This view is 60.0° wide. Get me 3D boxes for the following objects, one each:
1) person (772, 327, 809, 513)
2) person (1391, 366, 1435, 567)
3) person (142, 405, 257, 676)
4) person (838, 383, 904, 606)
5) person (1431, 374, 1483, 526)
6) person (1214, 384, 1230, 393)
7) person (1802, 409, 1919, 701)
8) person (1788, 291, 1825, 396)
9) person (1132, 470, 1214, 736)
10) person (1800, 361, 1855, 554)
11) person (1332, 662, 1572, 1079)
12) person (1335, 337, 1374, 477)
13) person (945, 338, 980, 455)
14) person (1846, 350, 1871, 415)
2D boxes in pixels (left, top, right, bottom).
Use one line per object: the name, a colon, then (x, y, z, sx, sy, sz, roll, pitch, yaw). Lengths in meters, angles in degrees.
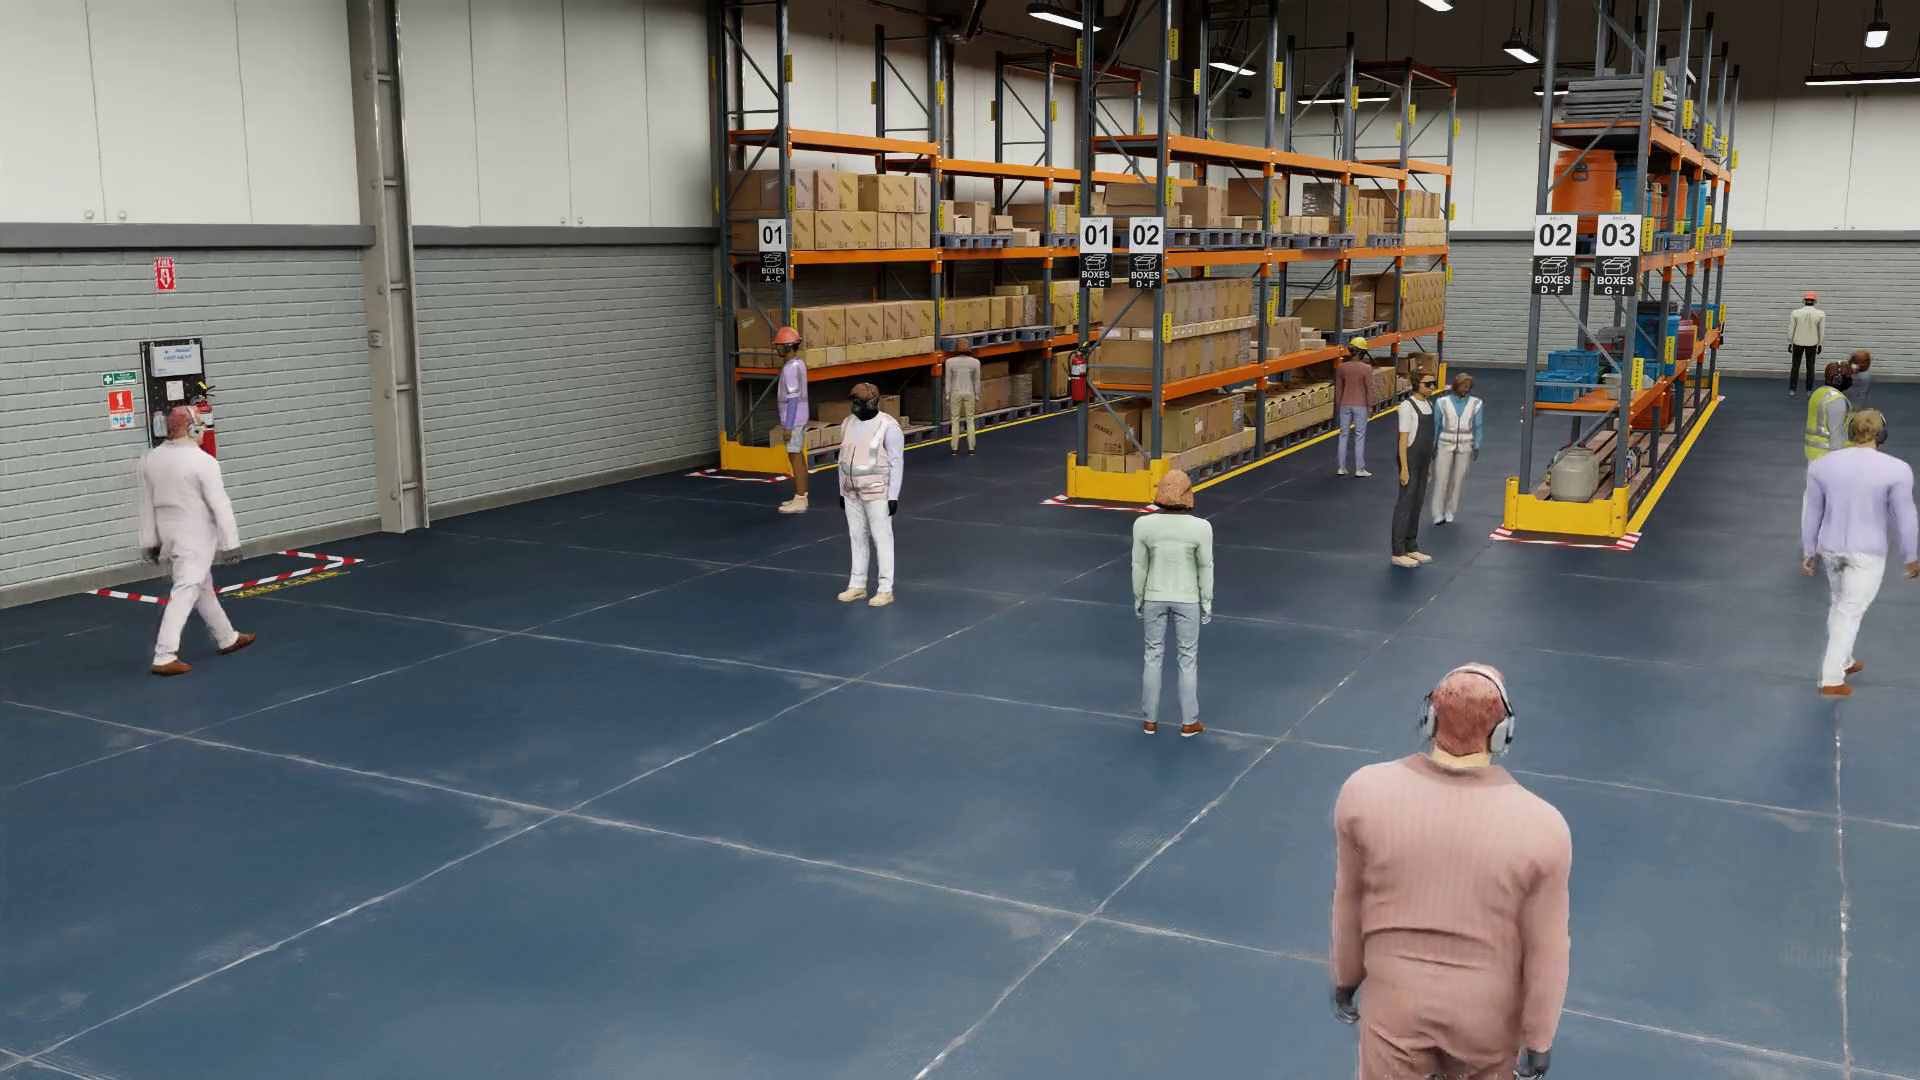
person: (-1.856, -1.309, 18.219, 0.397, 2.043, 0.610, 1, 10, 5)
person: (4.195, -0.679, 15.326, 0.325, 1.843, 0.516, 9, 14, 41)
person: (-5.384, -0.017, 11.704, 0.673, 1.851, 1.012, 5, 12, 26)
person: (-0.761, -0.377, 13.691, 0.630, 1.840, 0.429, 8, 13, 37)
person: (5.177, -0.930, 17.362, 0.514, 1.595, 0.830, 1, 10, 8)
person: (3.859, -2.535, 25.345, 0.574, 1.883, 0.361, 6, 12, 29)
person: (5.982, 0.089, 10.994, 0.910, 1.903, 0.655, -6, 12, -31)
person: (16.073, -3.736, 31.610, 0.611, 1.988, 0.402, 4, 11, 21)
person: (1.290, 0.384, 10.108, 0.501, 1.633, 0.279, 3, 11, 17)
person: (8.333, -0.792, 15.949, 0.430, 1.844, 0.624, 2, 11, 10)
person: (1.333, 1.269, 4.604, 0.655, 1.882, 0.743, 5, 11, 24)
person: (4.982, -1.670, 20.971, 0.524, 1.760, 0.328, 9, 14, 41)
person: (0.038, -1.985, 23.053, 0.493, 1.624, 0.280, -2, 11, -8)
person: (11.346, -1.614, 21.079, 0.304, 1.608, 0.607, 2, 11, 13)
